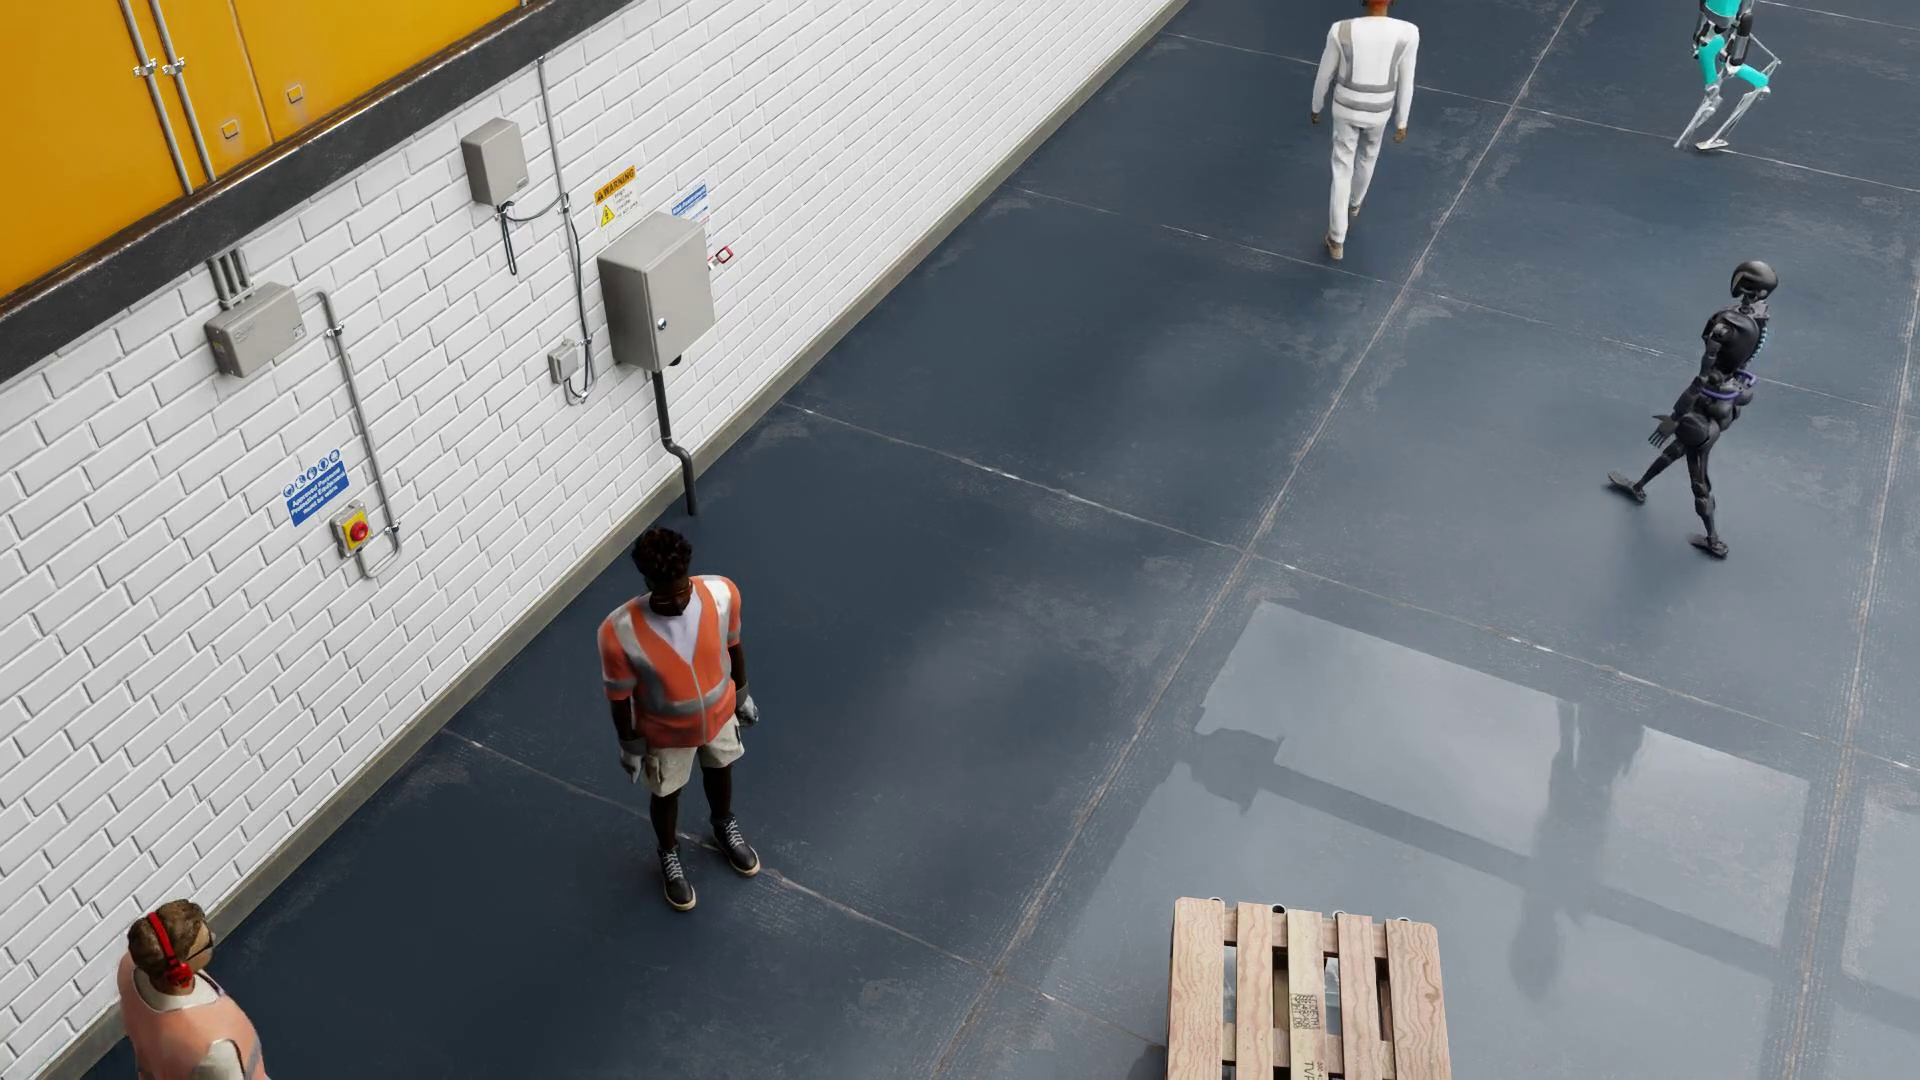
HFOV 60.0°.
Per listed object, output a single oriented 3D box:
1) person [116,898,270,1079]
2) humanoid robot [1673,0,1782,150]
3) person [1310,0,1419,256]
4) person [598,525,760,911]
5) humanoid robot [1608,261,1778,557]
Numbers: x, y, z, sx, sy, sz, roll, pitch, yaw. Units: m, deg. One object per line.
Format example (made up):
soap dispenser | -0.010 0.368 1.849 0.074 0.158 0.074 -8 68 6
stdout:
person | -2.484 1.873 5.488 0.567 1.816 0.773 33 51 32
humanoid robot | 5.547 -3.498 11.824 0.756 1.846 0.544 -9 42 -11
person | 2.624 -2.870 10.955 0.612 1.843 0.898 5 41 5
person | -1.104 0.712 6.715 0.611 1.963 0.362 -24 46 -25
humanoid robot | 3.859 -0.711 8.624 0.604 1.627 0.786 -29 49 -30
